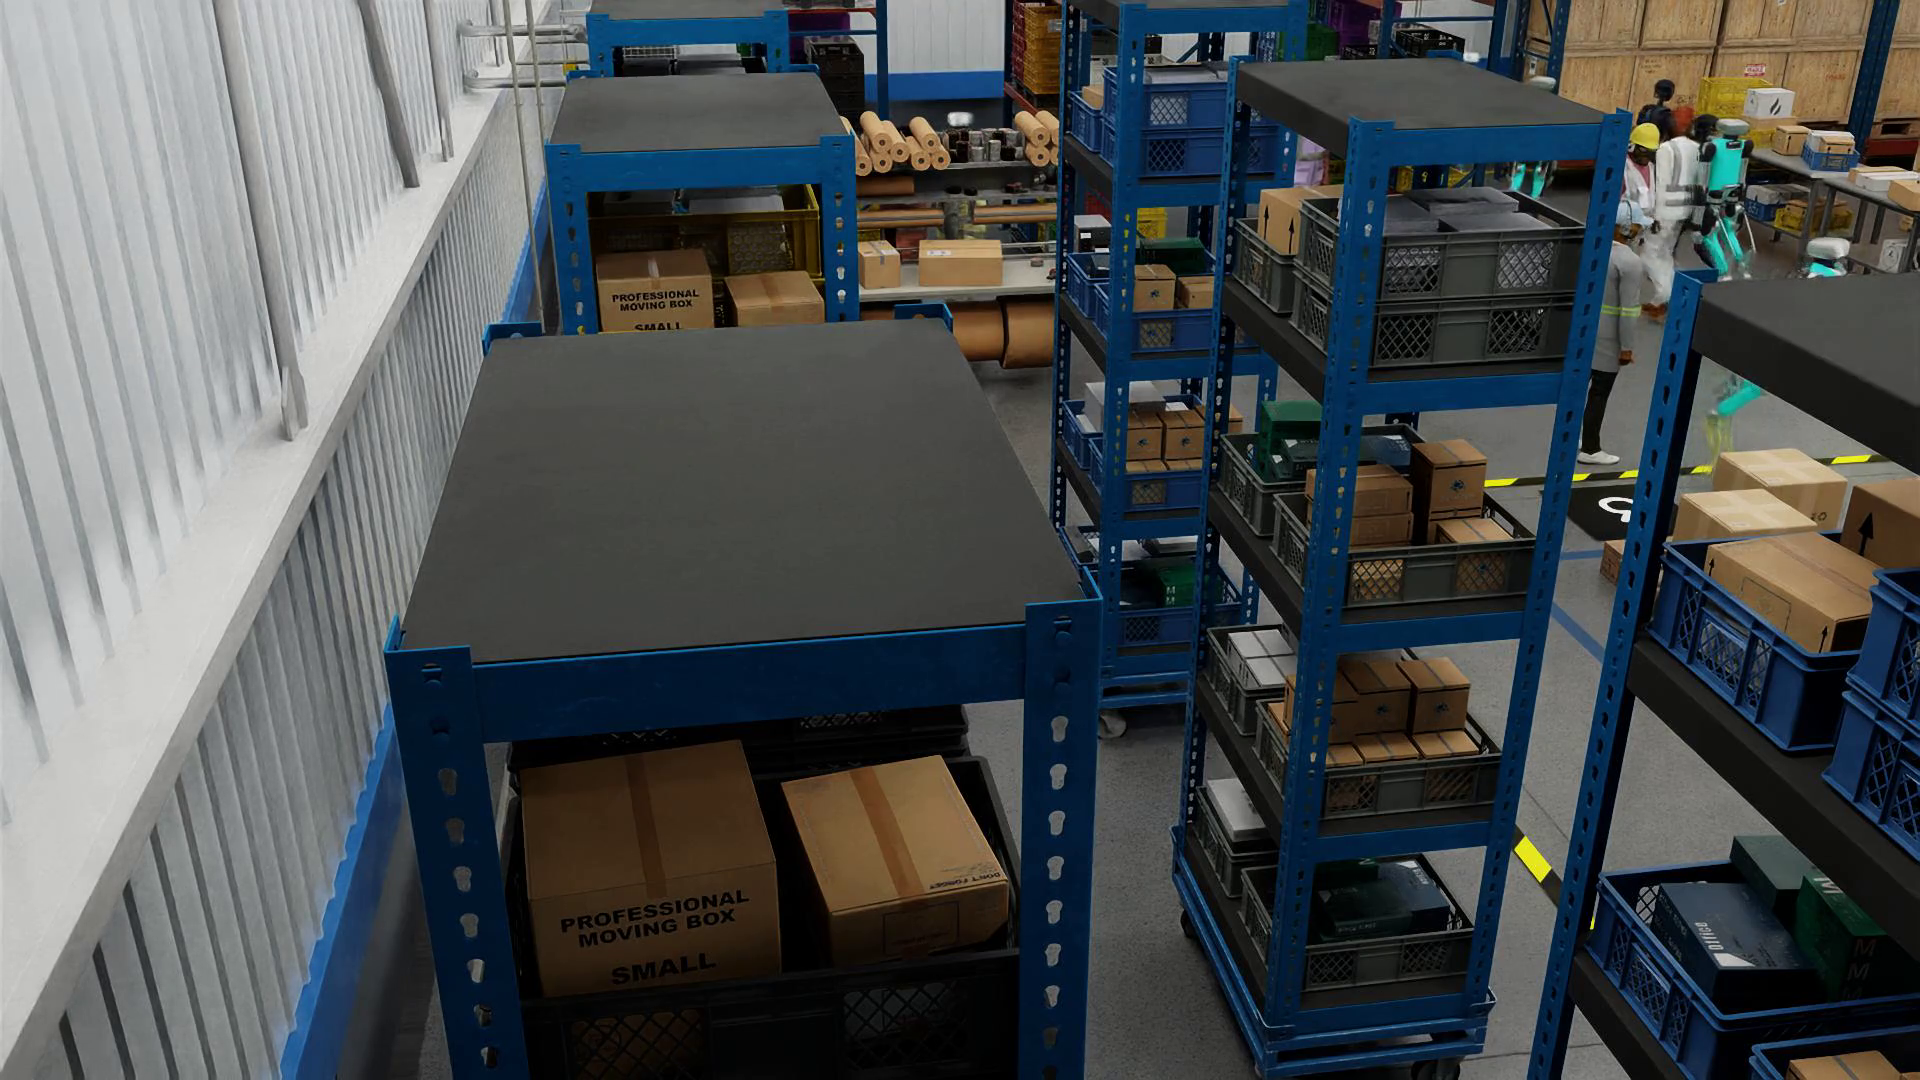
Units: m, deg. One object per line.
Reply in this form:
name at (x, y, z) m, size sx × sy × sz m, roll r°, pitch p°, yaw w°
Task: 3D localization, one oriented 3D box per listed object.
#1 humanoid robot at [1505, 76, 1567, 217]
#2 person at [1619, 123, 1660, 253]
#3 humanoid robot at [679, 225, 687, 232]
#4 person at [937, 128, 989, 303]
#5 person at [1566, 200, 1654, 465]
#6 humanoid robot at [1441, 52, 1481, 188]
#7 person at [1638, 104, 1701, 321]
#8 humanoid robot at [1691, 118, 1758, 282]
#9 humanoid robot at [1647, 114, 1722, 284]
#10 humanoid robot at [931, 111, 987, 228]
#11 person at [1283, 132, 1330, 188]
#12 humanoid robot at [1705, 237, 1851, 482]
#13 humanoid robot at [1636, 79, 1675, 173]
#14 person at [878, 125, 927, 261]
humanoid robot at (5.581, -3.618, 16.449) m, size 0.549 × 1.794 × 0.924 m, roll 13°, pitch 28°, yaw 26°
person at (5.663, -2.624, 14.140) m, size 0.587 × 1.825 × 0.404 m, roll -20°, pitch 31°, yaw -37°
humanoid robot at (-2.245, -1.970, 12.884) m, size 0.589 × 1.650 × 0.339 m, roll -10°, pitch 26°, yaw -20°
person at (0.025, -2.497, 13.843) m, size 0.429 × 1.841 × 0.631 m, roll 6°, pitch 25°, yaw 13°
person at (4.484, -1.440, 11.534) m, size 0.397 × 1.850 × 0.597 m, roll -8°, pitch 26°, yaw -17°
humanoid robot at (5.433, -4.464, 18.184) m, size 0.546 × 1.755 × 0.676 m, roll 5°, pitch 25°, yaw 10°
person at (6.279, -2.847, 14.591) m, size 0.630 × 1.854 × 0.602 m, roll -16°, pitch 29°, yaw -31°
humanoid robot at (6.680, -2.722, 14.406) m, size 0.530 × 1.747 × 0.695 m, roll -10°, pitch 26°, yaw -20°
humanoid robot at (6.891, -3.133, 15.479) m, size 0.600 × 1.631 × 0.747 m, roll -20°, pitch 32°, yaw -37°
humanoid robot at (0.005, -3.013, 15.202) m, size 0.540 × 1.879 × 0.770 m, roll 1°, pitch 25°, yaw 2°
person at (3.200, -3.339, 15.441) m, size 0.607 × 2.040 × 0.390 m, roll -12°, pitch 27°, yaw -24°
humanoid robot at (5.364, -1.180, 11.163) m, size 0.536 × 1.811 × 0.815 m, roll -22°, pitch 33°, yaw -39°
humanoid robot at (7.048, -3.884, 17.065) m, size 0.401 × 1.640 × 0.601 m, roll -11°, pitch 27°, yaw -22°
person at (-0.436, -2.333, 13.341) m, size 0.368 × 1.966 × 0.605 m, roll 9°, pitch 26°, yaw 19°
